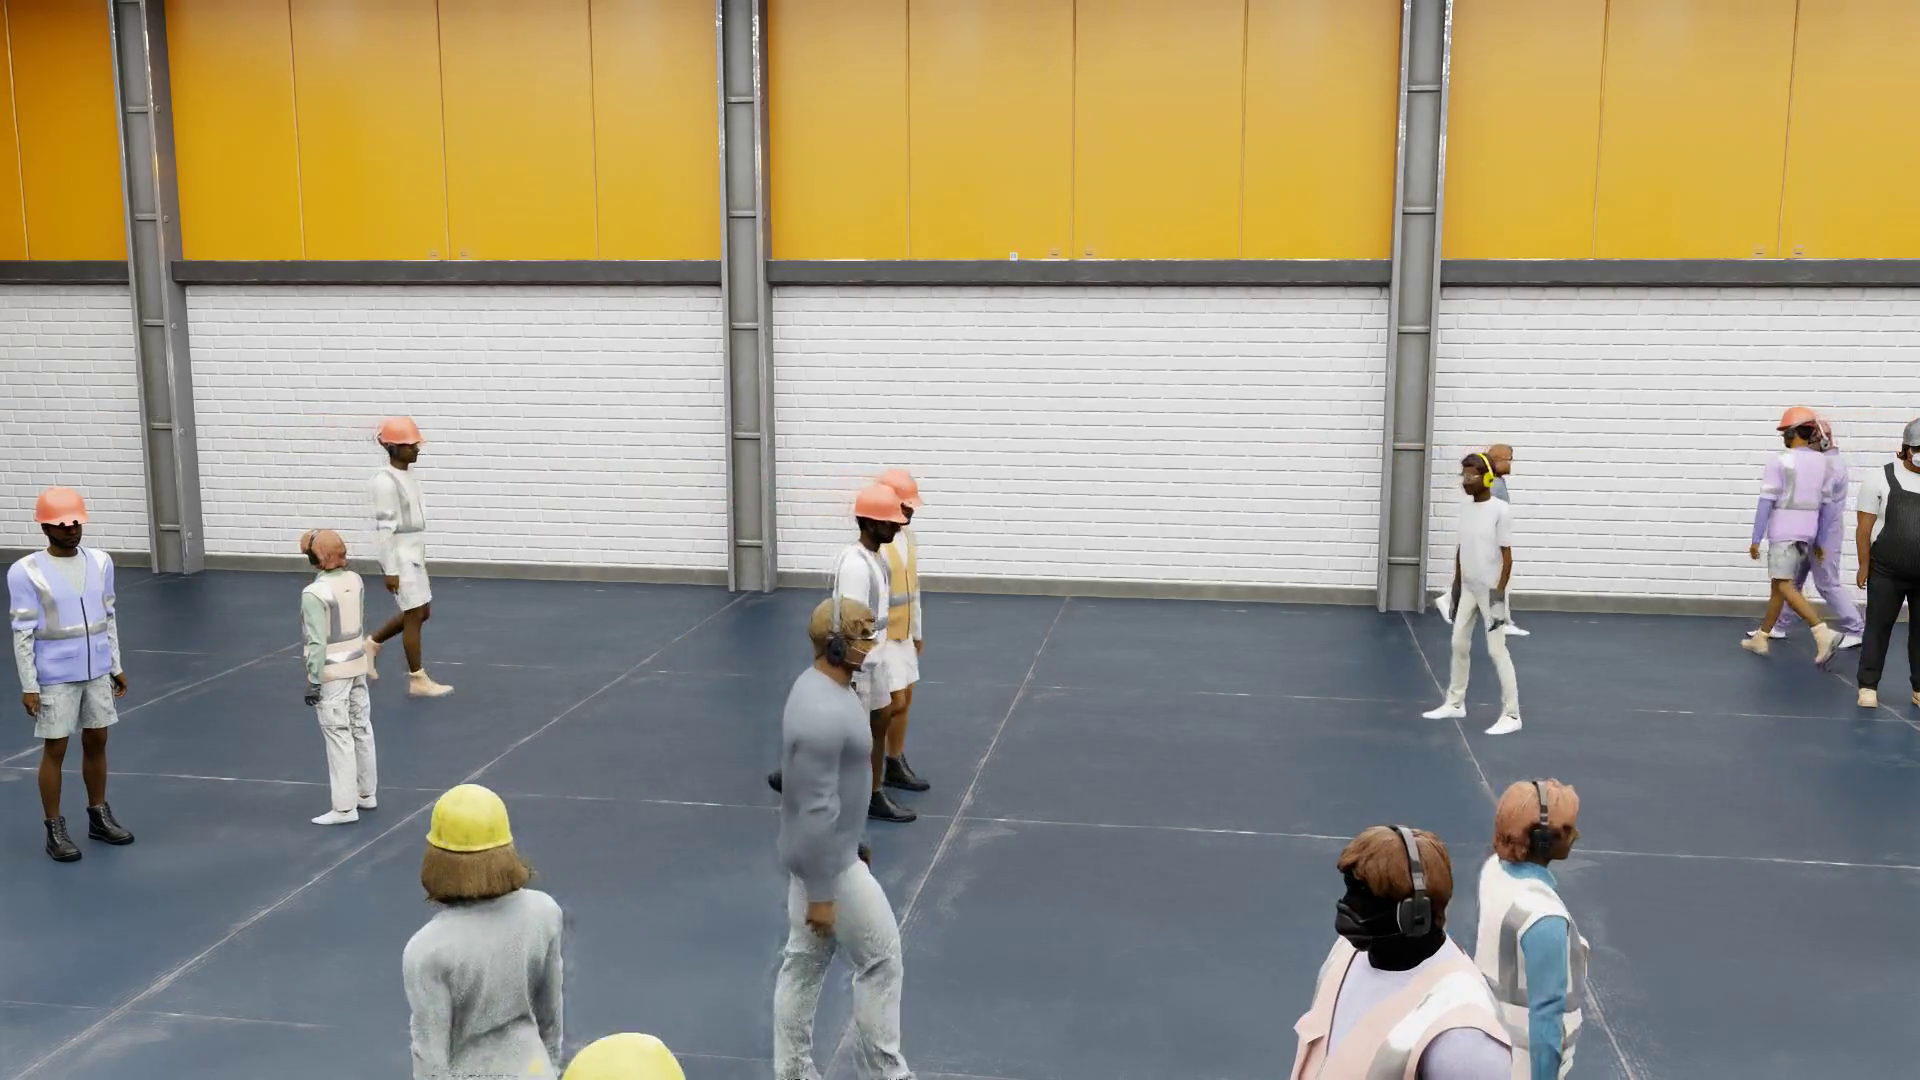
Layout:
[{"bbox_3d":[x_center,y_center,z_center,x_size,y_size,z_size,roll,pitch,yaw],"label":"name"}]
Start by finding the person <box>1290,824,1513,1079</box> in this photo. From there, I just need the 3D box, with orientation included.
[{"bbox_3d":[0.939,1.525,3.707,0.429,1.844,0.625,-2,9,-13],"label":"person"}]

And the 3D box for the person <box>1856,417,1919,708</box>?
[{"bbox_3d":[6.563,0.167,11.466,0.689,2.000,0.539,2,10,14],"label":"person"}]

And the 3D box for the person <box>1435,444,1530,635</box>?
[{"bbox_3d":[4.392,-0.015,13.915,0.733,1.609,0.519,3,10,20],"label":"person"}]

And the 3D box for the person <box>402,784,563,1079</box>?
[{"bbox_3d":[-1.250,1.478,4.448,0.921,1.692,0.499,8,12,42],"label":"person"}]

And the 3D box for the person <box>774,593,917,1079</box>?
[{"bbox_3d":[-0.315,1.134,5.880,0.803,1.914,0.655,-1,9,-6],"label":"person"}]

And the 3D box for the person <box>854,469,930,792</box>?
[{"bbox_3d":[-0.406,0.534,9.589,0.509,1.915,0.619,6,11,31],"label":"person"}]

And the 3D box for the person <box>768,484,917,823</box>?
[{"bbox_3d":[-0.631,0.630,9.044,0.719,1.907,0.590,1,9,8],"label":"person"}]

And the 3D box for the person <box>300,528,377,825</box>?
[{"bbox_3d":[-3.422,0.747,9.133,0.314,1.636,0.516,2,9,10],"label":"person"}]

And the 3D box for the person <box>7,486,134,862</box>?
[{"bbox_3d":[-4.586,0.680,8.622,0.361,1.935,0.553,5,11,30],"label":"person"}]

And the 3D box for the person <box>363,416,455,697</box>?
[{"bbox_3d":[-4.011,0.125,11.788,0.709,2.025,0.612,0,9,3],"label":"person"}]

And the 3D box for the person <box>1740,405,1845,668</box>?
[{"bbox_3d":[6.498,-0.029,12.839,0.659,1.999,0.918,-3,10,-15],"label":"person"}]

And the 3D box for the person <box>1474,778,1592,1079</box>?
[{"bbox_3d":[1.543,1.465,4.751,0.568,1.625,0.519,1,9,4],"label":"person"}]

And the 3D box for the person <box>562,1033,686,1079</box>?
[{"bbox_3d":[-0.488,1.696,2.939,0.800,1.733,0.547,0,9,1],"label":"person"}]

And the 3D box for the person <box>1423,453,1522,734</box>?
[{"bbox_3d":[3.441,0.343,11.007,0.392,1.858,0.566,-4,10,-23],"label":"person"}]

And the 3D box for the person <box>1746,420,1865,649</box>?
[{"bbox_3d":[6.915,-0.041,13.350,0.855,1.862,0.650,3,10,16],"label":"person"}]
